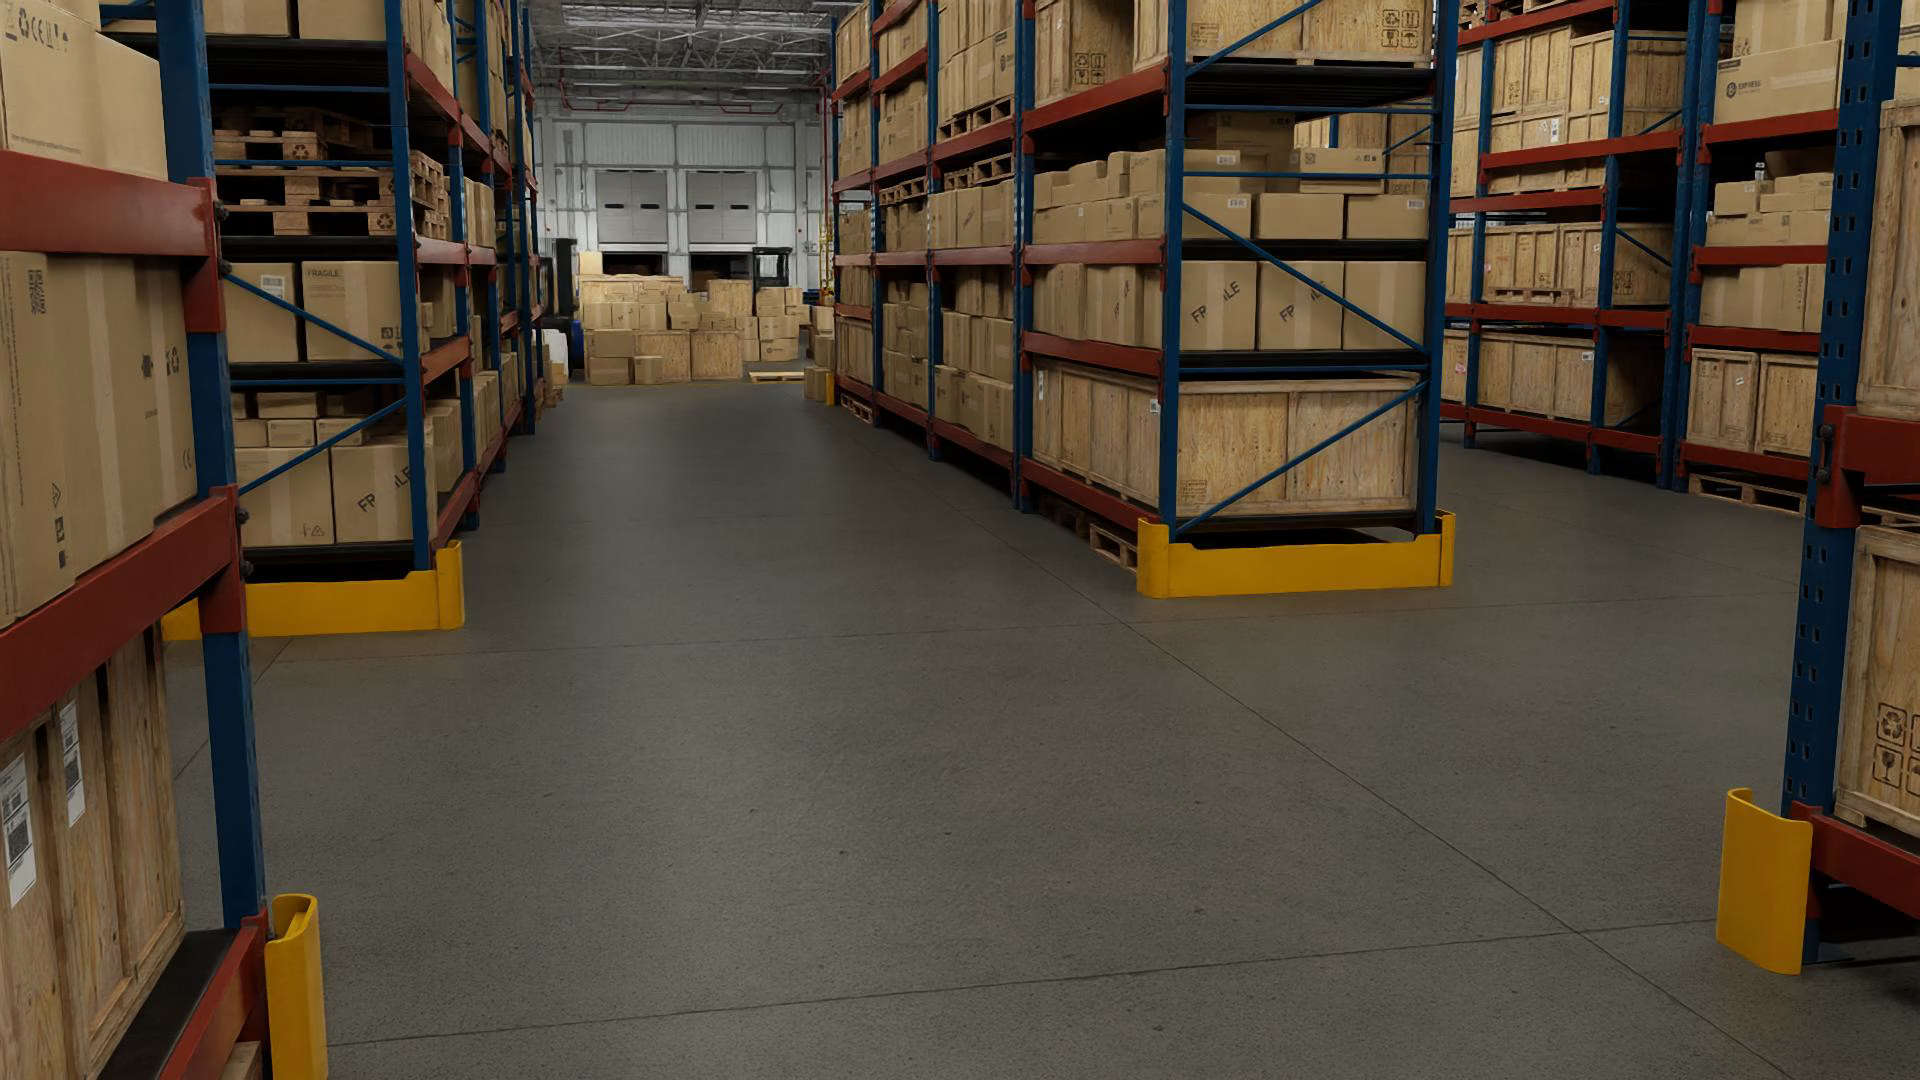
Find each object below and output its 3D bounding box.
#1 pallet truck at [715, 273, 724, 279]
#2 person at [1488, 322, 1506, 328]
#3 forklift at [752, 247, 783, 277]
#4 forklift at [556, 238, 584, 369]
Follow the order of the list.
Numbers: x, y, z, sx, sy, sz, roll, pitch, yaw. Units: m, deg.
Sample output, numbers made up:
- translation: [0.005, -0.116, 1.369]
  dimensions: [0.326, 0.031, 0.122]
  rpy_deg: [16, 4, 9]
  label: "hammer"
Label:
- translation: [-8.580, -8.986, 62.280]
  dimensions: [1.885, 1.965, 0.823]
  rpy_deg: [1, 9, 5]
  label: "pallet truck"
- translation: [10.045, -3.834, 31.059]
  dimensions: [0.372, 1.939, 0.544]
  rpy_deg: [3, 10, 16]
  label: "person"
- translation: [-5.819, -7.508, 50.585]
  dimensions: [1.129, 2.768, 1.873]
  rpy_deg: [-3, 10, -18]
  label: "forklift"
- translation: [-8.361, -5.013, 35.378]
  dimensions: [1.873, 2.768, 1.129]
  rpy_deg: [-2, 10, -13]
  label: "forklift"
